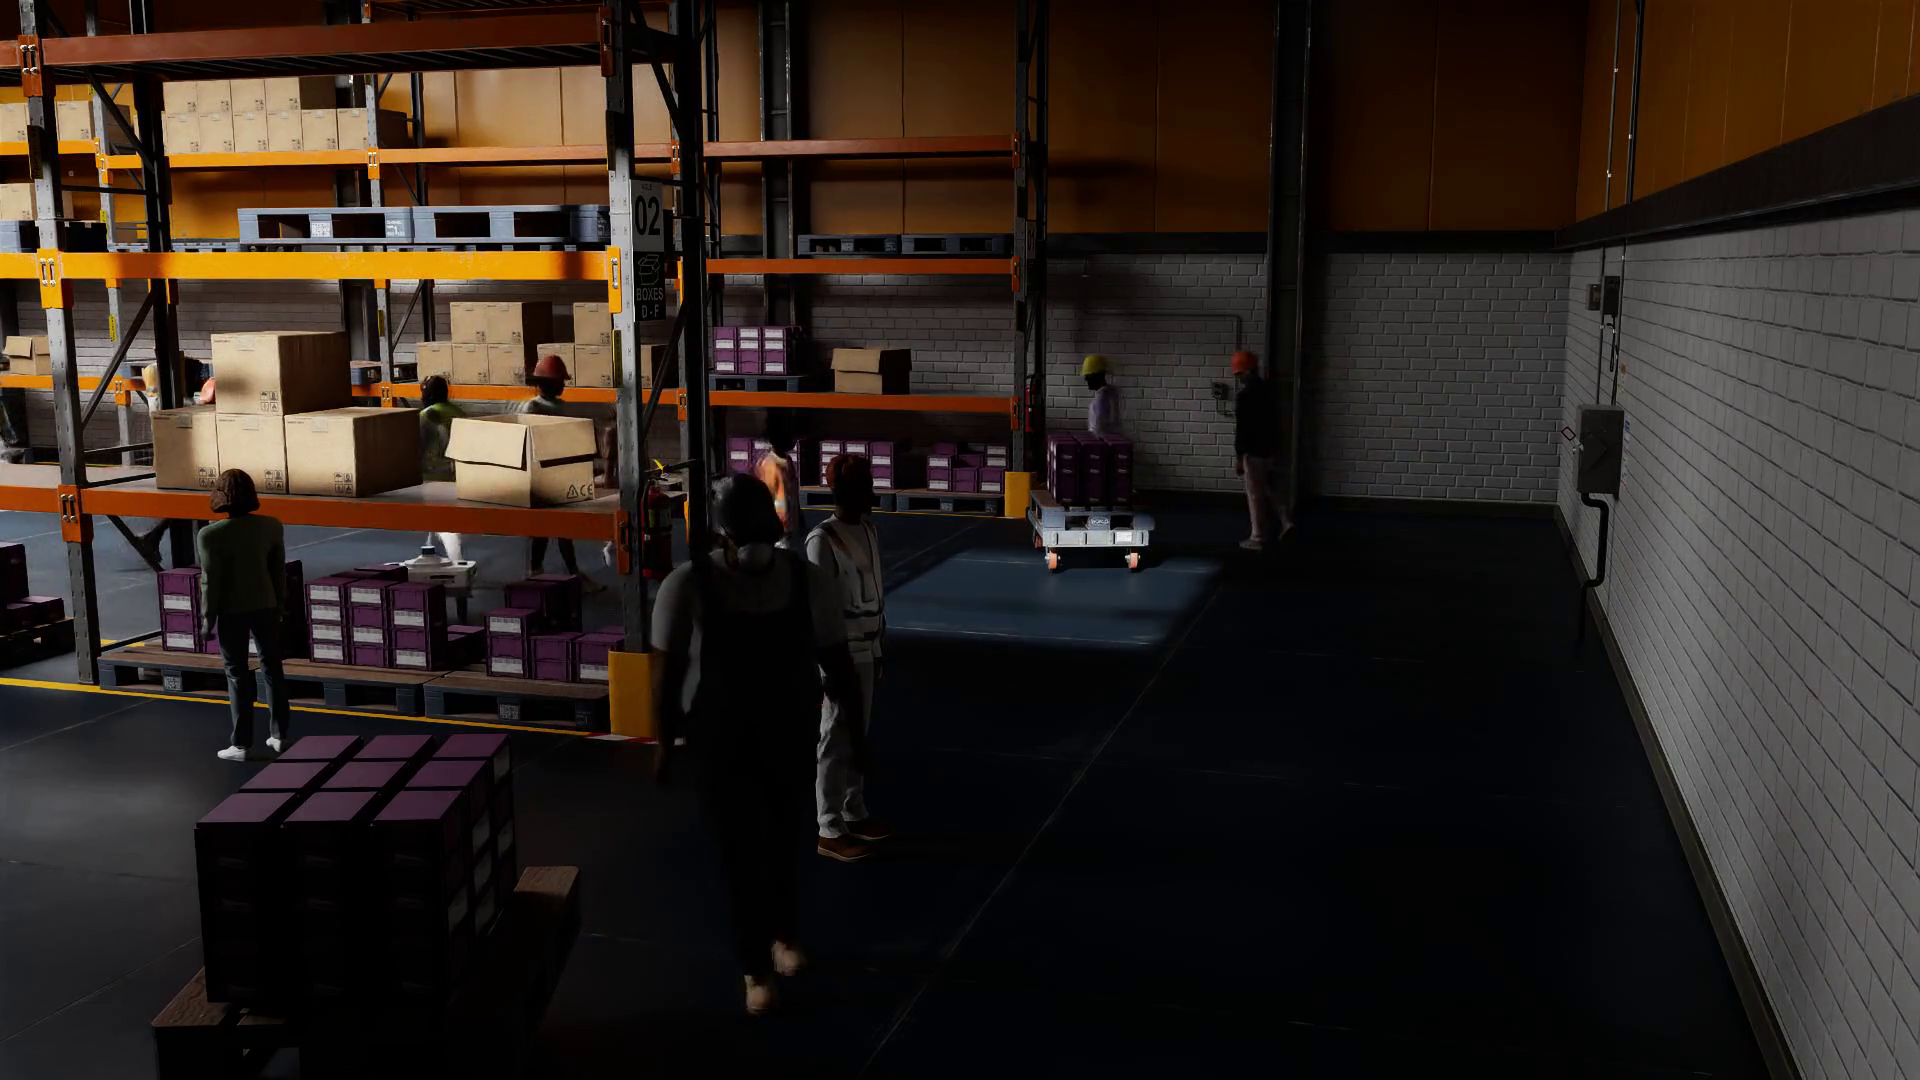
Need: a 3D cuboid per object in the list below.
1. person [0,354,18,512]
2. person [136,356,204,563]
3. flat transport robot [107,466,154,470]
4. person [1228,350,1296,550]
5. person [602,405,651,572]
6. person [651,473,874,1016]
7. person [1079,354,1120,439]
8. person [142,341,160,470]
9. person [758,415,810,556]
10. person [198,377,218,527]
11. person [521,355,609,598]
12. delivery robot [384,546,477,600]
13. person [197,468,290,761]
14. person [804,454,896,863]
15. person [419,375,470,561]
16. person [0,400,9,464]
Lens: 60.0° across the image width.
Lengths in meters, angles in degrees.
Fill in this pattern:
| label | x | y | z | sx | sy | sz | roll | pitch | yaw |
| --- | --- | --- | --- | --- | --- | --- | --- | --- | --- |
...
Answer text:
| label | x | y | z | sx | sy | sz | roll | pitch | yaw |
| --- | --- | --- | --- | --- | --- | --- | --- | --- | --- |
| person | -10.916 | -1.232 | 18.676 | 0.394 | 1.856 | 0.552 | -1 | 9 | -6 |
| person | -7.072 | -0.699 | 15.127 | 0.756 | 1.943 | 0.610 | -5 | 11 | -29 |
| flat transport robot | -10.239 | -0.792 | 20.773 | 1.431 | 0.197 | 0.652 | 2 | 10 | 15 |
| person | 2.878 | -0.853 | 16.021 | 0.562 | 1.950 | 0.691 | 9 | 13 | 43 |
| person | -2.929 | -0.468 | 14.653 | 0.406 | 1.623 | 0.578 | 5 | 10 | 27 |
| person | -0.710 | 0.719 | 6.181 | 0.814 | 2.000 | 0.762 | -4 | 10 | -22 |
| person | 1.429 | -0.886 | 16.424 | 0.518 | 1.898 | 0.606 | 2 | 10 | 11 |
| person | -9.453 | -1.465 | 19.839 | 0.370 | 1.928 | 0.543 | 1 | 9 | 3 |
| person | -1.231 | -0.085 | 12.197 | 0.785 | 1.661 | 0.545 | 1 | 9 | 3 |
| person | -5.424 | -0.236 | 12.303 | 0.549 | 1.942 | 0.347 | 5 | 11 | 30 |
| person | -3.266 | -0.516 | 13.793 | 0.884 | 2.006 | 0.622 | 2 | 9 | 9 |
| delivery robot | -4.152 | 0.292 | 13.016 | 0.707 | 0.478 | 0.477 | -1 | 9 | -8 |
| person | -3.986 | 0.415 | 9.272 | 0.285 | 1.633 | 0.497 | 7 | 12 | 36 |
| person | -0.510 | 0.540 | 7.758 | 0.355 | 1.882 | 0.575 | 3 | 10 | 18 |
| person | -4.602 | -0.509 | 14.389 | 0.866 | 1.810 | 0.630 | 3 | 10 | 19 |
| person | -11.362 | -1.237 | 19.420 | 0.651 | 1.604 | 0.391 | -8 | 12 | -39 |
